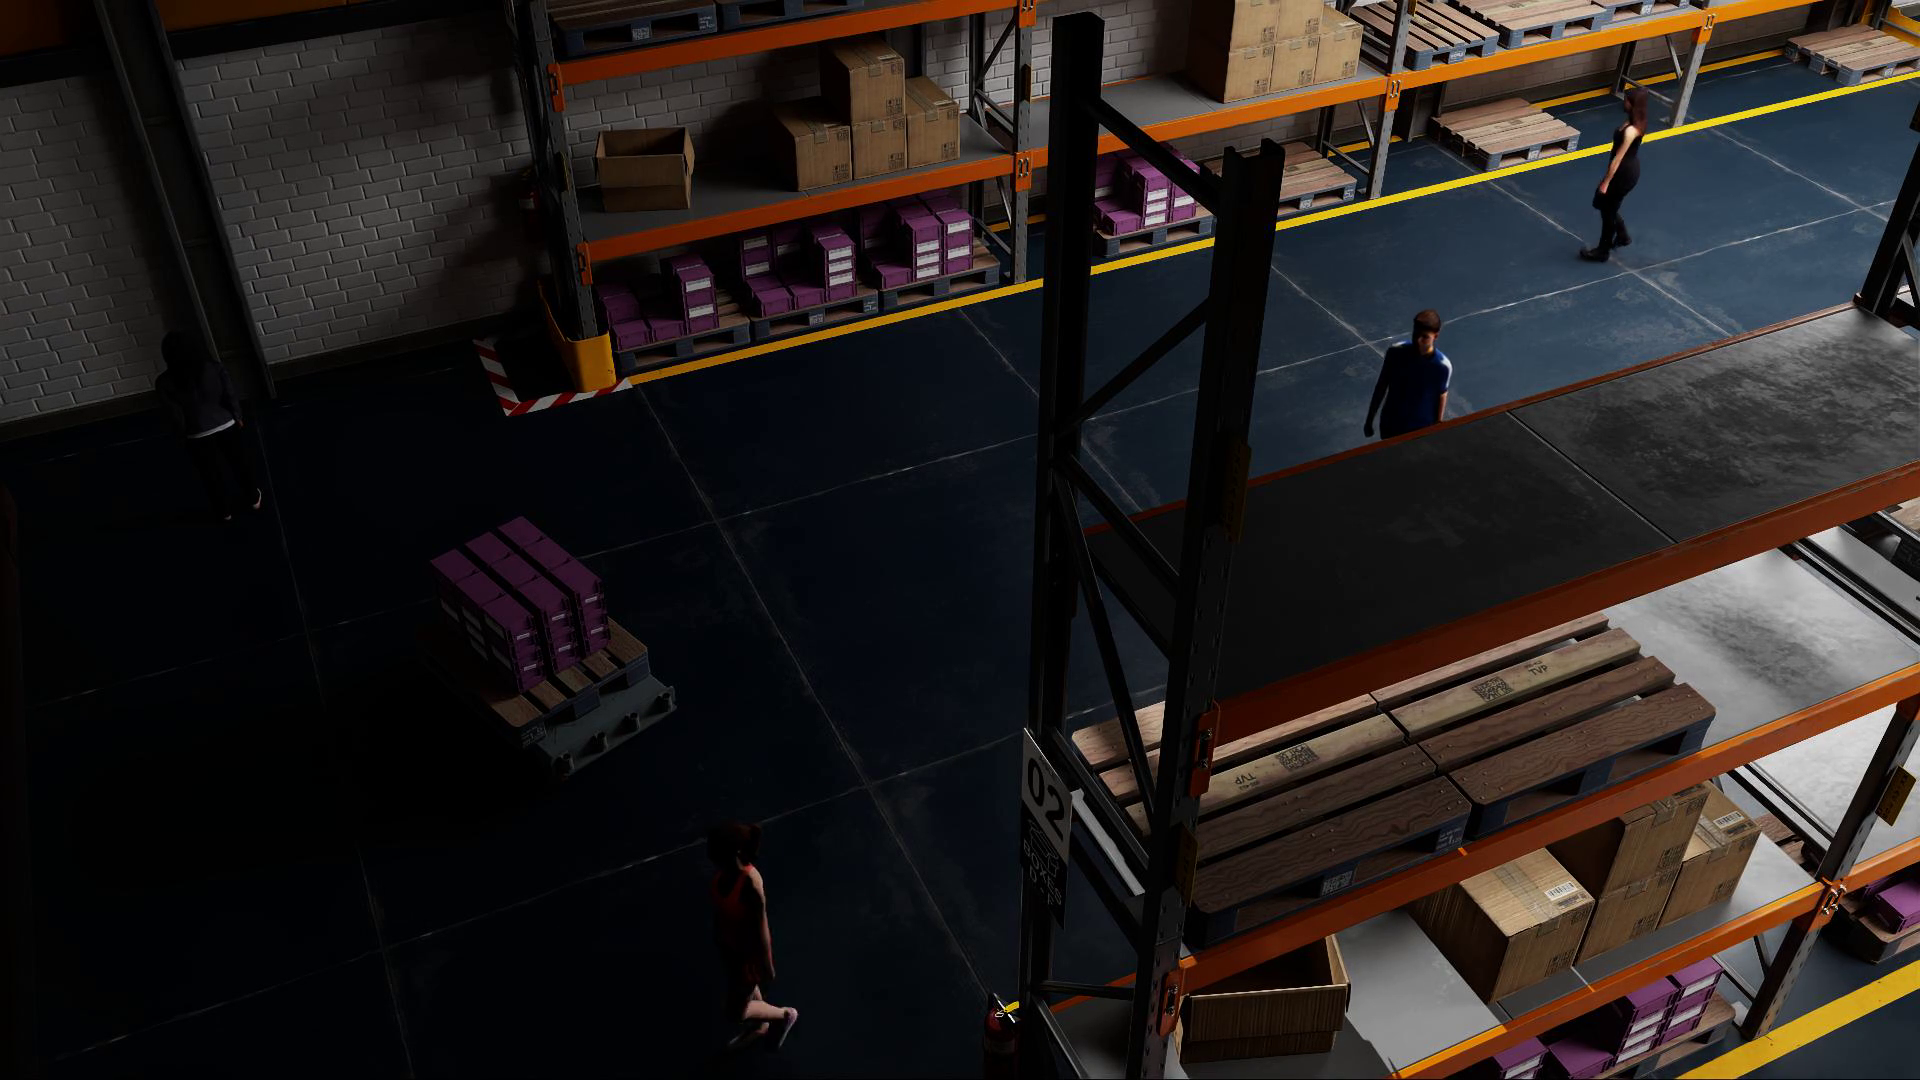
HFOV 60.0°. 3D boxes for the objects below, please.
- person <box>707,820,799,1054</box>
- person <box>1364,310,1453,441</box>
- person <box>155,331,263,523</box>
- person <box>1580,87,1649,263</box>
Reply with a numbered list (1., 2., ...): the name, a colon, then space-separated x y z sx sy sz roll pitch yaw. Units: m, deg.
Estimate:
1. person: -1.033 2.030 8.510 0.710 1.741 0.644 -25 45 -28
2. person: 3.281 -0.895 12.108 1.123 1.822 1.331 22 44 25
3. person: -5.531 -0.849 12.228 0.628 1.600 0.757 -22 43 -25
4. person: 6.136 -3.309 15.247 0.830 1.676 0.770 13 40 16
